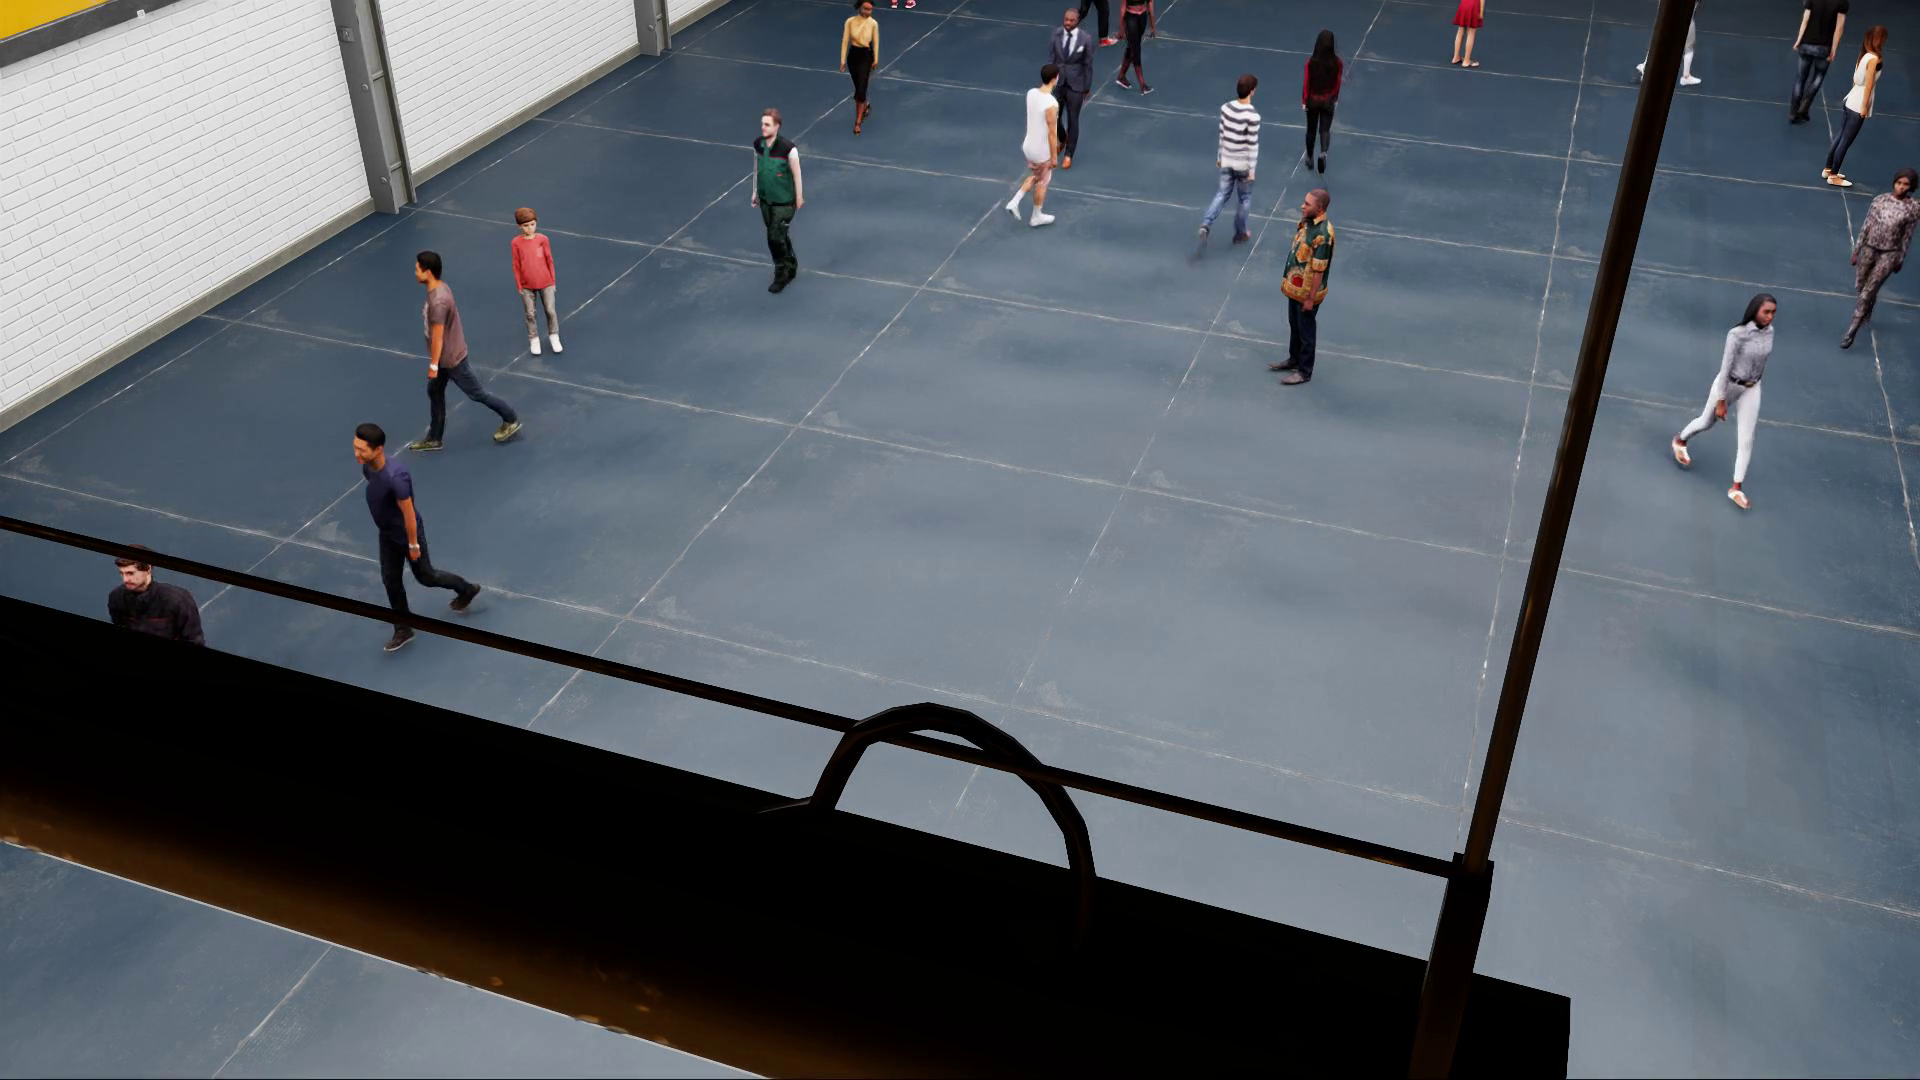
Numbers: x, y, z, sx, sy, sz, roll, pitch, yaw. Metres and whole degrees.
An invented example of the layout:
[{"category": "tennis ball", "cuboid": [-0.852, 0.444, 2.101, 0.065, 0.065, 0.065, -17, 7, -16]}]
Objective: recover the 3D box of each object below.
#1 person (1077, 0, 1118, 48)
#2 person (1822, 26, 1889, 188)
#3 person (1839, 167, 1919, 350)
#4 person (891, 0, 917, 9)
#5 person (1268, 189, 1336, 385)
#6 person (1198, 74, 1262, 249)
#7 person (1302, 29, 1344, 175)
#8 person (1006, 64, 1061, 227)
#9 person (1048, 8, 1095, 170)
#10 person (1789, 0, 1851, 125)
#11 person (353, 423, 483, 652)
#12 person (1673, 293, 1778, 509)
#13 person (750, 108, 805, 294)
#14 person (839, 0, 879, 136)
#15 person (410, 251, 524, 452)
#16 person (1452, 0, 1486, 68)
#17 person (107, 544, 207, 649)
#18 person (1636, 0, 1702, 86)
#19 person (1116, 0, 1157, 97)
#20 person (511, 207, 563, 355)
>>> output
[{"category": "person", "cuboid": [1.763, -7.621, 22.867, 1.207, 1.753, 1.116, -18, 37, -25]}, {"category": "person", "cuboid": [10.097, -4.902, 18.748, 0.687, 1.785, 0.508, 7, 34, 10]}, {"category": "person", "cuboid": [8.557, -2.652, 15.449, 0.872, 1.690, 1.175, 27, 42, 34]}, {"category": "person", "cuboid": [-0.885, -8.777, 24.632, 0.602, 1.724, 0.594, 4, 34, 6]}, {"category": "person", "cuboid": [3.077, -2.258, 14.749, 0.879, 1.808, 0.782, -6, 34, -9]}, {"category": "person", "cuboid": [2.791, -3.856, 17.135, 0.910, 1.829, 1.125, 28, 43, 35]}, {"category": "person", "cuboid": [4.130, -4.940, 18.938, 0.743, 1.638, 0.967, 1, 34, 2]}, {"category": "person", "cuboid": [0.775, -4.126, 17.602, 0.957, 1.761, 0.893, -18, 37, -24]}, {"category": "person", "cuboid": [1.271, -5.273, 19.279, 0.691, 1.814, 0.701, 12, 35, 17]}, {"category": "person", "cuboid": [10.433, -6.001, 20.314, 0.763, 1.881, 0.790, 22, 39, 29]}, {"category": "person", "cuboid": [-3.787, -0.079, 11.513, 0.817, 1.762, 1.110, 25, 41, 33]}, {"category": "person", "cuboid": [6.110, -1.191, 13.258, 1.000, 1.680, 1.267, -5, 34, -8]}, {"category": "person", "cuboid": [-1.758, -3.400, 16.451, 0.756, 1.825, 0.865, 23, 40, 31]}, {"category": "person", "cuboid": [-1.202, -5.829, 20.310, 0.707, 1.599, 1.073, 6, 34, 9]}, {"category": "person", "cuboid": [-4.098, -1.525, 13.720, 1.223, 1.727, 1.145, -16, 37, -22]}, {"category": "person", "cuboid": [6.881, -7.178, 22.382, 0.741, 1.553, 0.681, -18, 38, -25]}, {"category": "person", "cuboid": [-4.774, 0.768, 10.187, 0.872, 1.818, 1.095, 4, 34, 6]}, {"category": "person", "cuboid": [9.337, -6.759, 21.641, 0.862, 1.675, 1.075, 0, 34, 0]}, {"category": "person", "cuboid": [2.205, -6.647, 21.429, 1.124, 1.723, 1.132, -18, 38, -25]}, {"category": "person", "cuboid": [-3.907, -2.388, 15.300, 0.591, 1.414, 0.631, -10, 35, -14]}]
